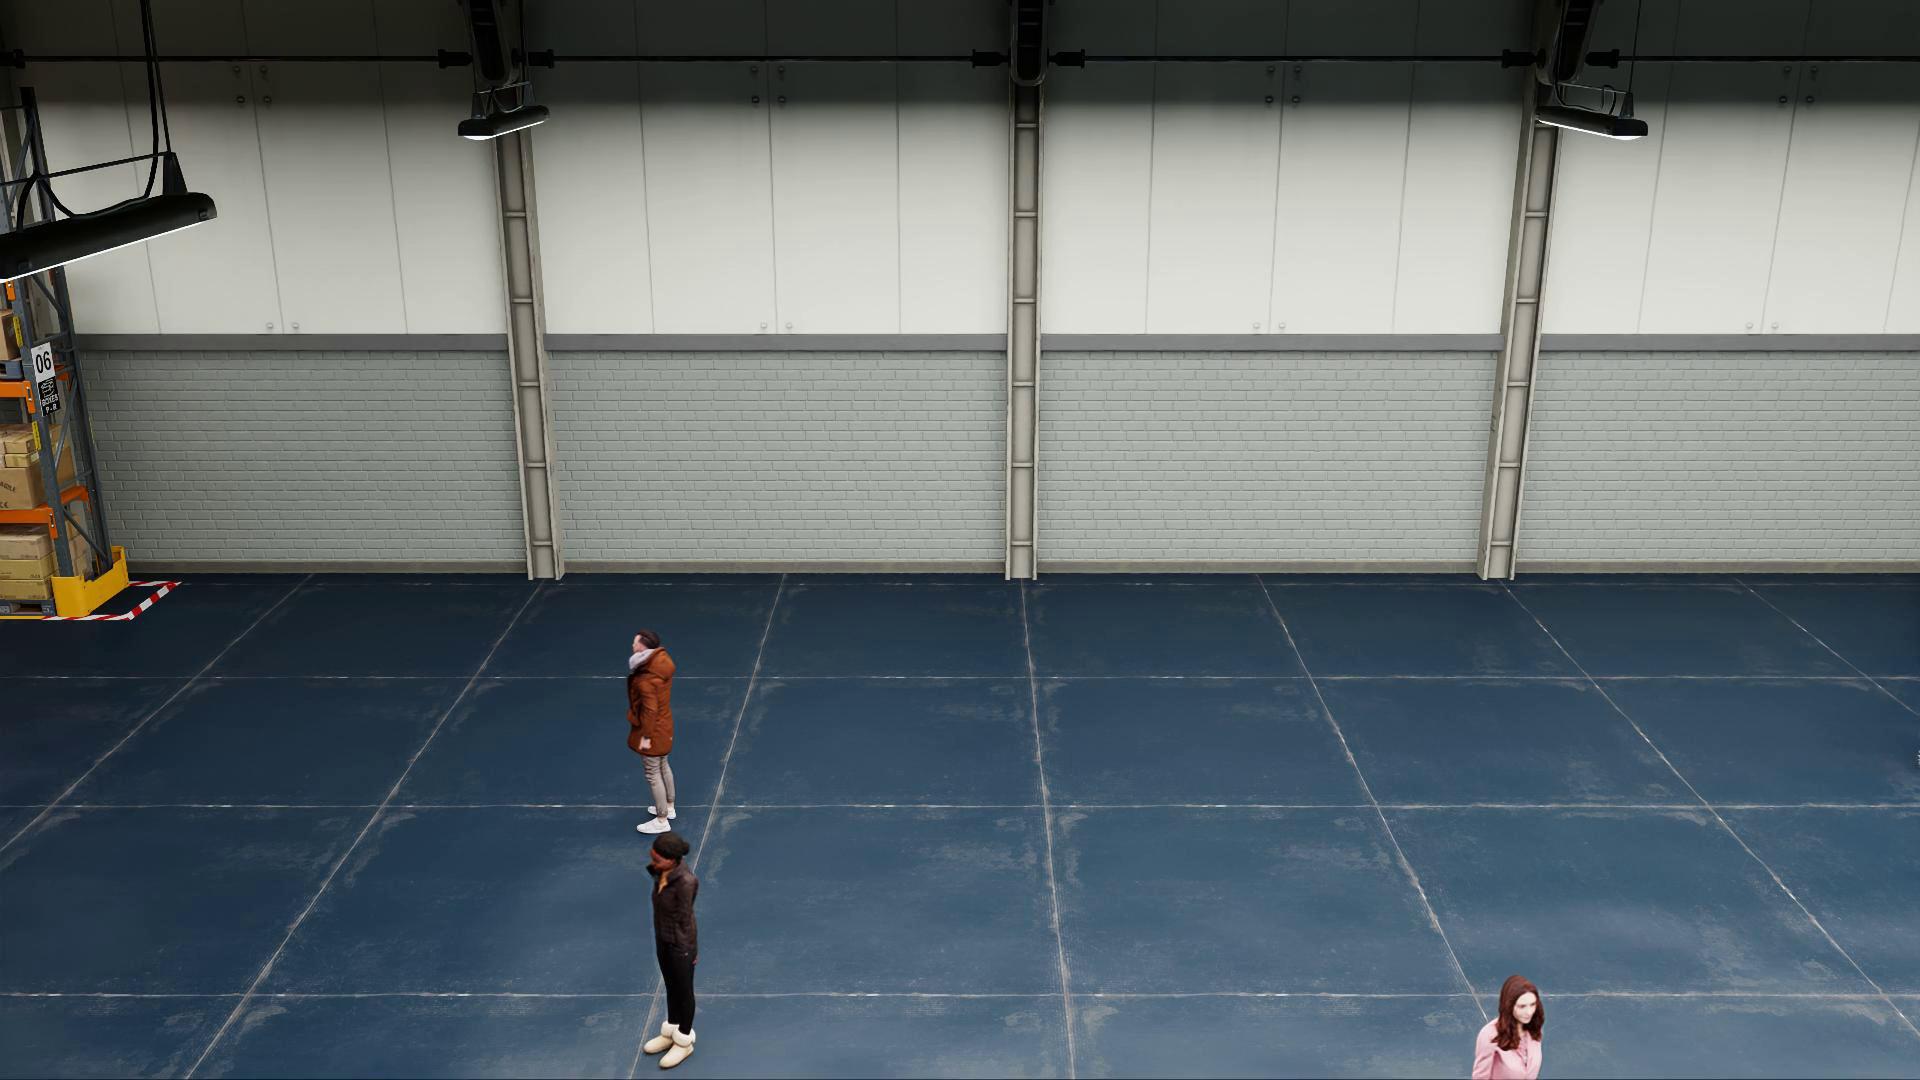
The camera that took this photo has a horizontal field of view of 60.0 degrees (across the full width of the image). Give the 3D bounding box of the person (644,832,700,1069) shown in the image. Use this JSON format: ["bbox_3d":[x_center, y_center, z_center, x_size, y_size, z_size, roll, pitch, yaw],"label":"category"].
[{"bbox_3d":[-1.924,2.734,11.342,0.779,1.661,0.718,-10,21,-28],"label":"person"}]

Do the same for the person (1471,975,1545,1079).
[{"bbox_3d":[3.078,3.274,9.455,0.593,1.803,0.744,-7,19,-21],"label":"person"}]

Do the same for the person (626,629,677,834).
[{"bbox_3d":[-2.653,1.641,14.415,0.719,1.837,0.735,2,18,6],"label":"person"}]
